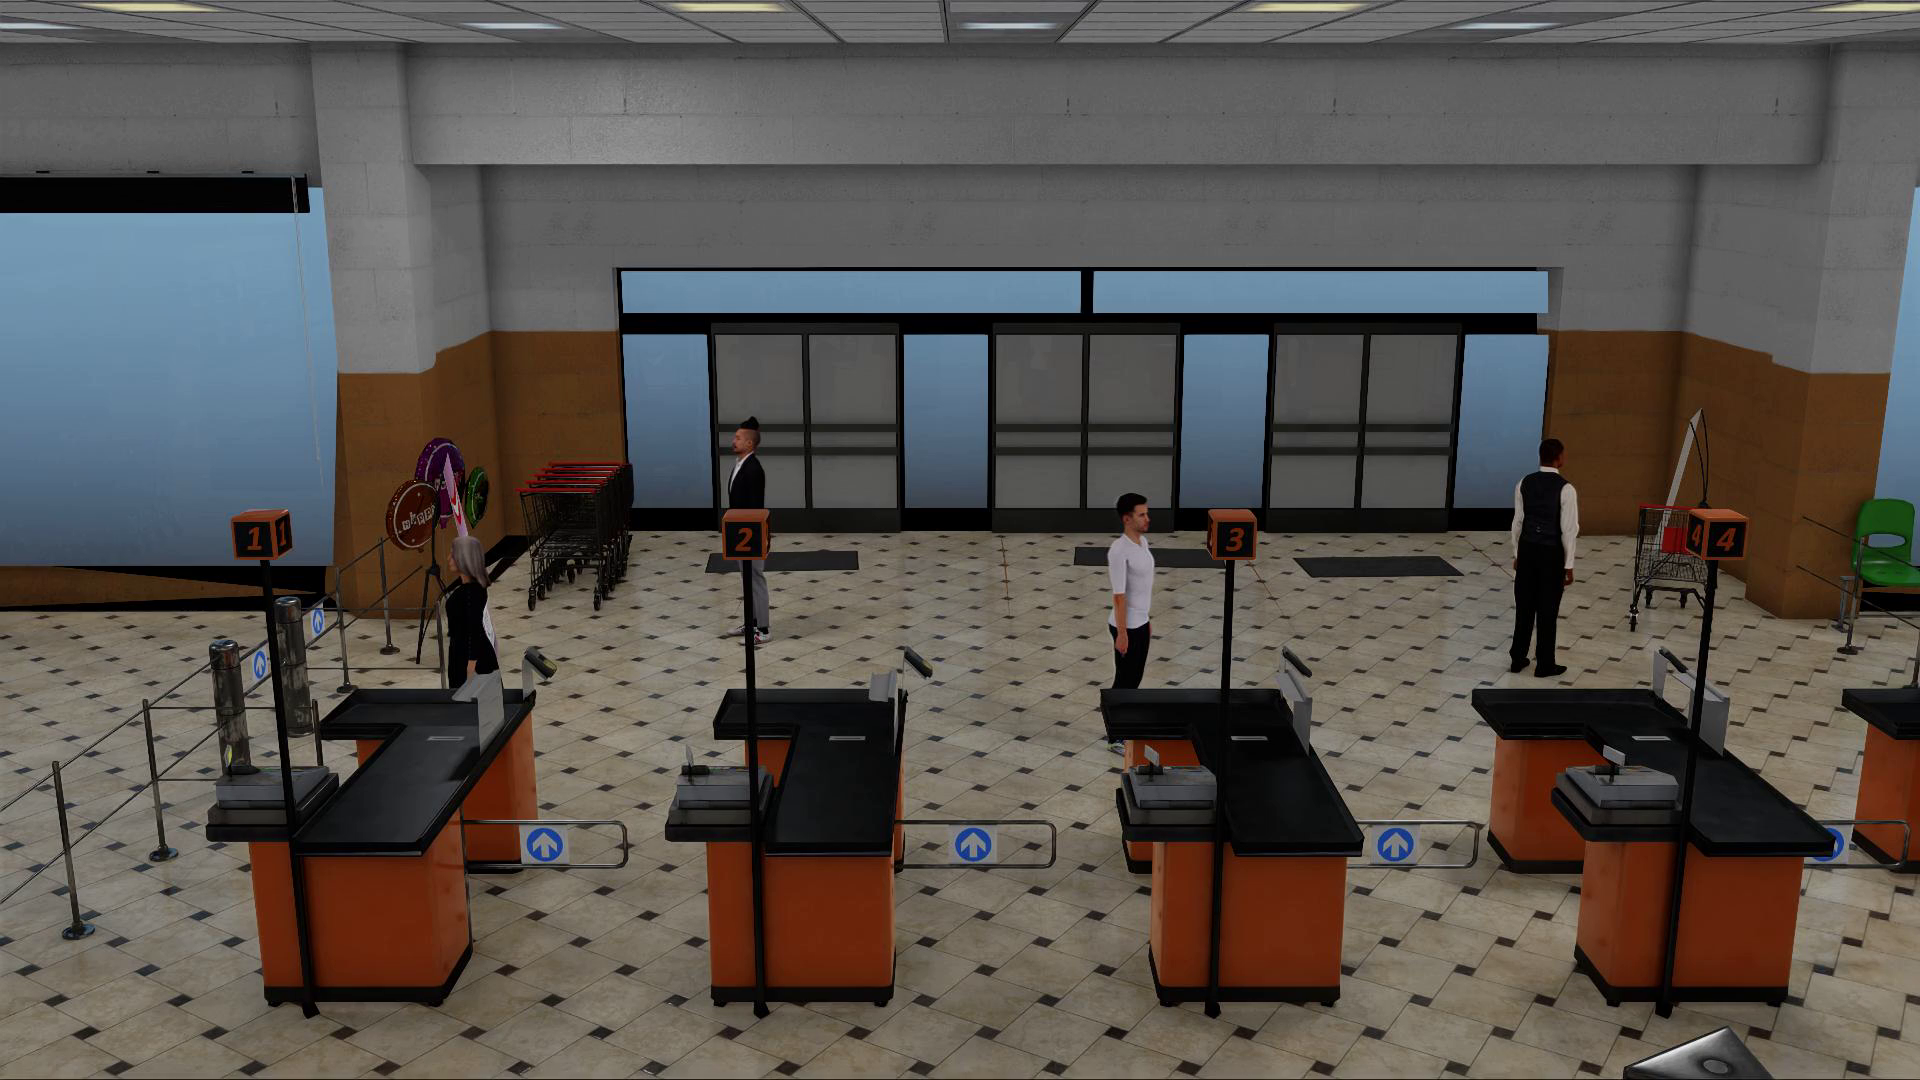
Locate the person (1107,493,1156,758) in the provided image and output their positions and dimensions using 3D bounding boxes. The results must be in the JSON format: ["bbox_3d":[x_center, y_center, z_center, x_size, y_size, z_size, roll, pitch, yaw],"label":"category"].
[{"bbox_3d":[1.193,0.575,11.643,0.818,1.851,0.669,7,15,26],"label":"person"}]

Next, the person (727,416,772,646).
[{"bbox_3d":[-1.786,-0.089,14.175,0.847,1.948,0.687,-6,15,-22],"label":"person"}]

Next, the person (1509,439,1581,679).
[{"bbox_3d":[4.658,0.134,13.319,0.831,1.919,0.764,-13,19,-42],"label":"person"}]

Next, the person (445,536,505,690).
[{"bbox_3d":[-3.182,0.819,10.860,0.739,1.747,0.626,-6,15,-22],"label":"person"}]
